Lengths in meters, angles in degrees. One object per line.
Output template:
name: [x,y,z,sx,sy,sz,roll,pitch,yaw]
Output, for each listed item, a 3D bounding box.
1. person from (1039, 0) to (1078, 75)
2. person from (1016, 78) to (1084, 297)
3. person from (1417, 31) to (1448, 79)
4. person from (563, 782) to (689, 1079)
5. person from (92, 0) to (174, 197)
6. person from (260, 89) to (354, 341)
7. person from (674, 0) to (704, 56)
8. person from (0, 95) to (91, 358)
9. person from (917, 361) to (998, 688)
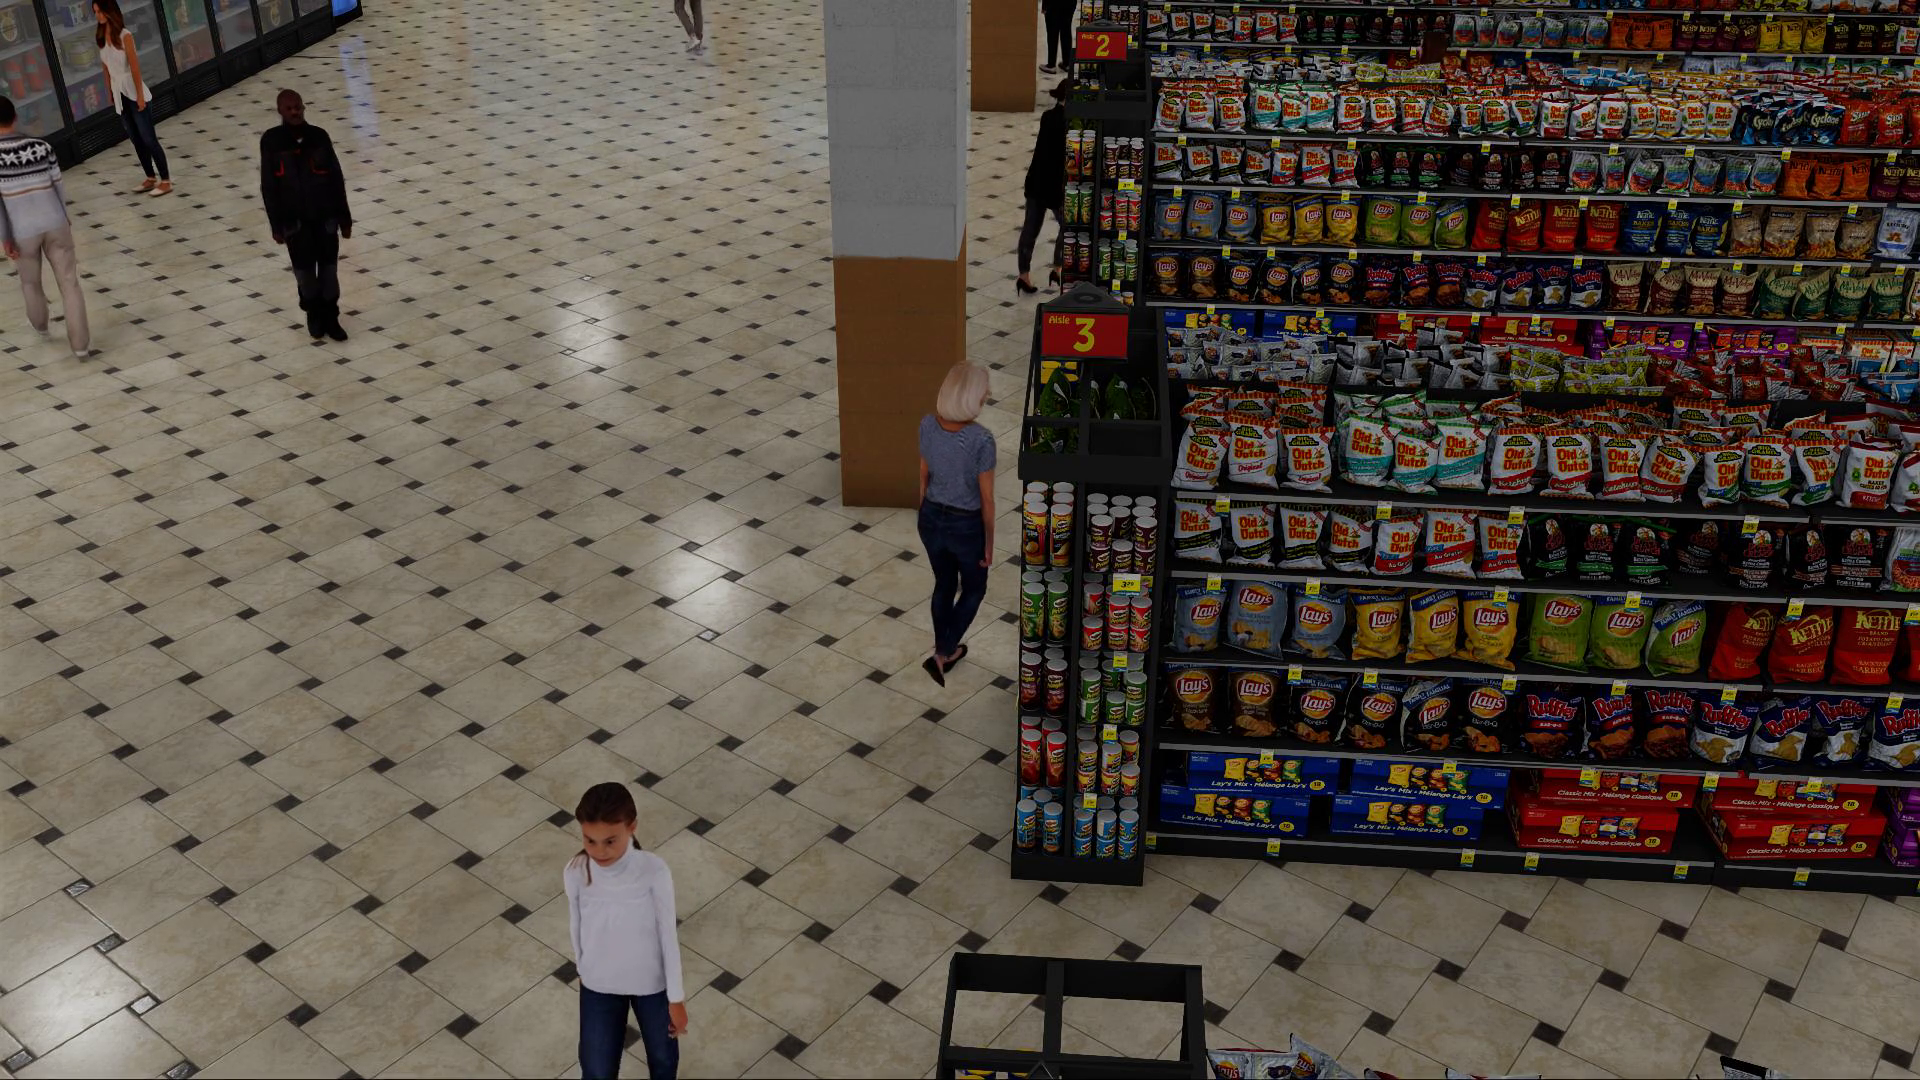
person: [1.172,-6.301,19.462,0.754,1.613,0.820,-20,34,-32]
person: [0.629,-2.659,12.715,0.959,1.687,0.920,-21,35,-34]
person: [3.913,-3.266,13.752,1.158,1.759,0.732,6,29,10]
person: [-1.064,1.384,5.461,0.718,1.542,0.654,-3,29,-5]
person: [-7.536,-4.046,15.155,0.580,1.783,0.719,13,31,23]
person: [-4.743,-2.371,12.051,0.829,1.817,0.908,-17,33,-28]
person: [-3.249,-6.789,20.131,0.841,1.829,0.910,-17,33,-28]
person: [-6.421,-2.138,11.628,1.169,1.814,1.194,-19,34,-31]
person: [-0.063,-0.022,7.874,0.867,1.698,0.850,13,31,23]
